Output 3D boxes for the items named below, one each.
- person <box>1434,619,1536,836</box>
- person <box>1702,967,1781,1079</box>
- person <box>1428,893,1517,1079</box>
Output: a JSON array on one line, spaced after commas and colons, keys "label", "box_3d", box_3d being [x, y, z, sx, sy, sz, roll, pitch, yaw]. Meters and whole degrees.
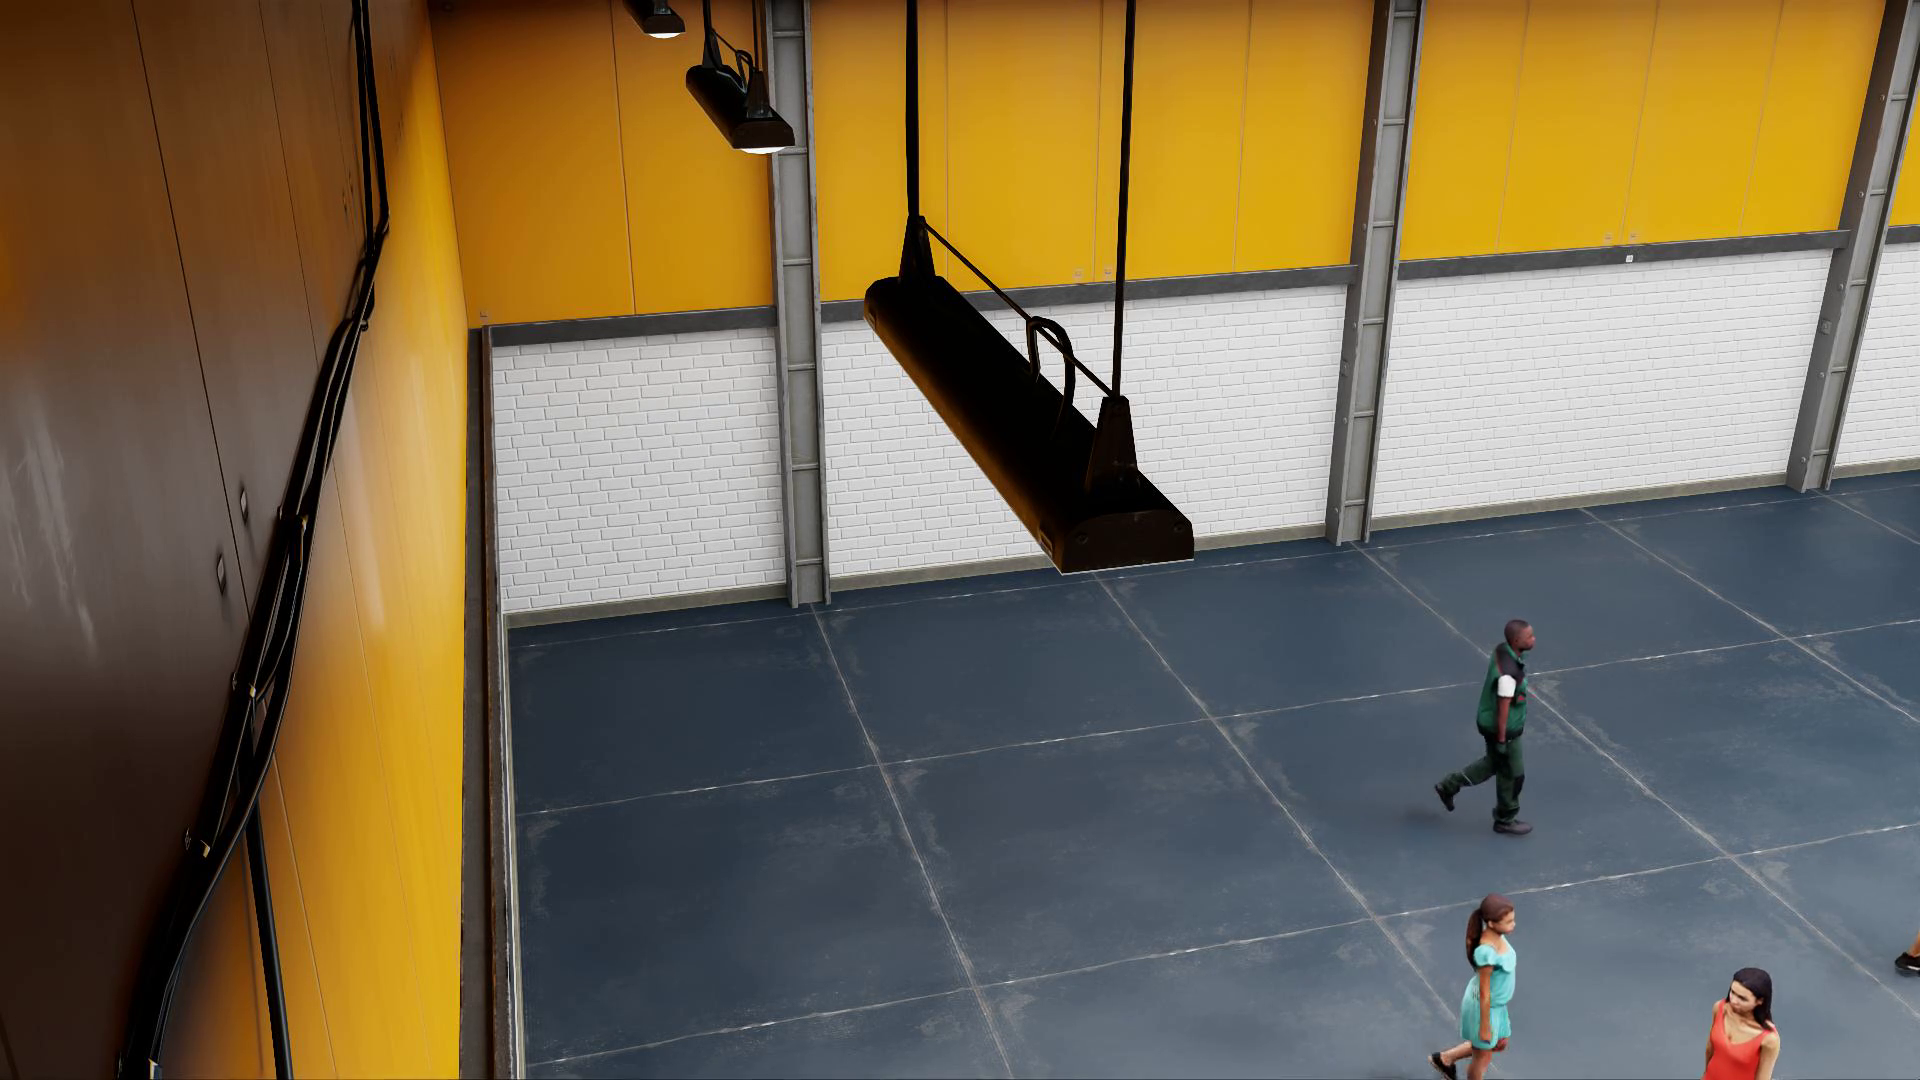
[{"label": "person", "box_3d": [4.083, 1.418, 12.764, 1.121, 1.821, 0.953, 5, 24, 11]}, {"label": "person", "box_3d": [4.318, 3.070, 9.171, 1.205, 1.671, 0.836, -15, 28, -30]}, {"label": "person", "box_3d": [3.087, 2.779, 9.991, 0.824, 1.548, 0.761, 12, 26, 26]}]
